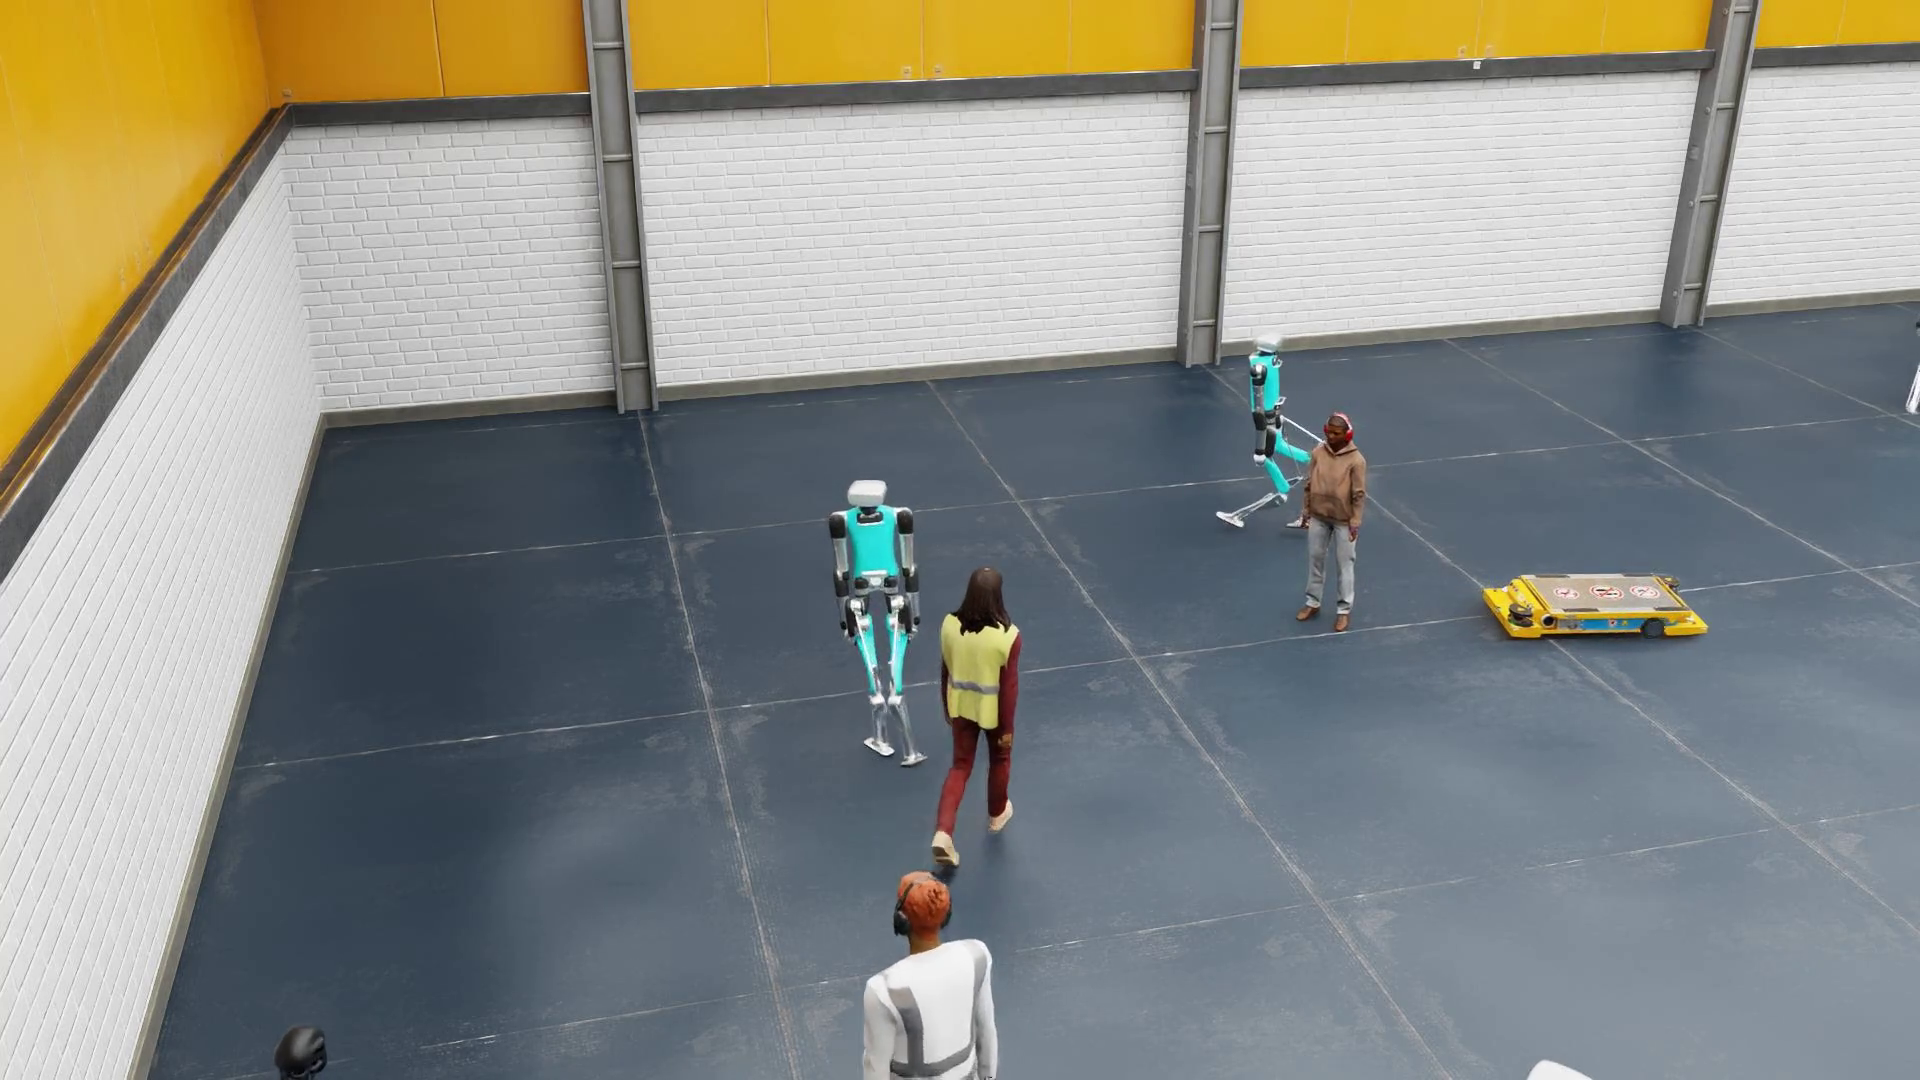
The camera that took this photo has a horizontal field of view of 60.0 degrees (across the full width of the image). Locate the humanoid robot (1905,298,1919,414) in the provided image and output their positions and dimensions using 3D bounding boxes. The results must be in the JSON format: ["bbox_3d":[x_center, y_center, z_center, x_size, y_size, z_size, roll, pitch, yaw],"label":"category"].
[{"bbox_3d":[9.735,-2.134,16.409,0.552,1.802,0.800,17,29,34],"label":"humanoid robot"}]

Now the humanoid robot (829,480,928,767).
[{"bbox_3d":[-0.508,0.577,10.236,0.615,1.779,0.800,1,24,1],"label":"humanoid robot"}]

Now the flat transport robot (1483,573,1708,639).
[{"bbox_3d":[4.670,0.487,12.254,1.431,0.231,0.659,-1,24,-2],"label":"flat transport robot"}]

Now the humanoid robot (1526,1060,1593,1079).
[{"bbox_3d":[1.867,2.647,5.569,0.544,1.829,0.671,13,27,26],"label":"humanoid robot"}]

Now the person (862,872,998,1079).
[{"bbox_3d":[-0.071,2.182,6.438,0.600,1.861,0.608,-17,29,-34],"label":"person"}]

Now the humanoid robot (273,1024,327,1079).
[{"bbox_3d":[-2.298,2.519,5.990,0.603,1.643,0.806,-1,24,-3],"label":"humanoid robot"}]

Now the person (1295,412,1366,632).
[{"bbox_3d":[2.687,-0.148,11.983,0.463,1.646,0.308,17,29,33],"label":"person"}]

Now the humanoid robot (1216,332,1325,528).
[{"bbox_3d":[2.624,-0.800,13.384,1.037,1.740,0.555,9,25,19],"label":"humanoid robot"}]

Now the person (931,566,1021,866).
[{"bbox_3d":[0.085,0.983,9.310,0.479,1.738,0.822,9,25,20],"label":"person"}]
